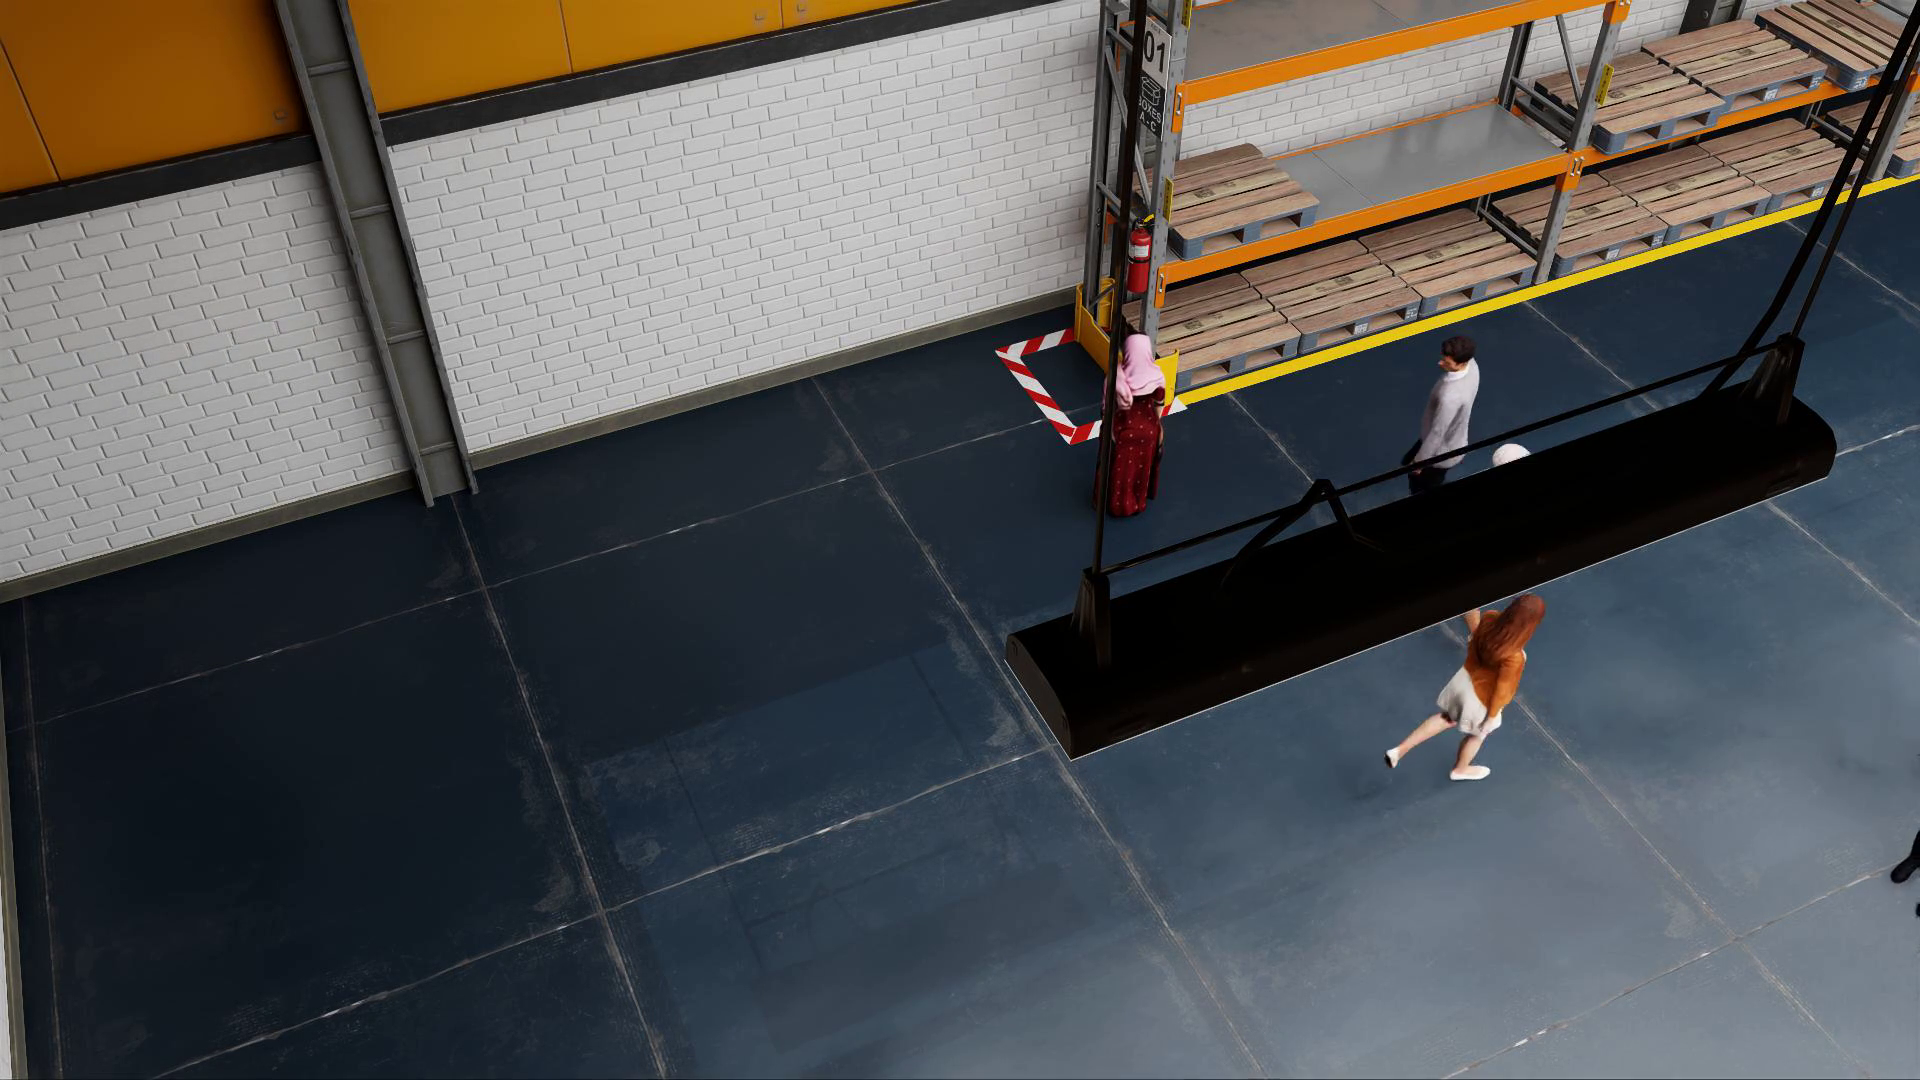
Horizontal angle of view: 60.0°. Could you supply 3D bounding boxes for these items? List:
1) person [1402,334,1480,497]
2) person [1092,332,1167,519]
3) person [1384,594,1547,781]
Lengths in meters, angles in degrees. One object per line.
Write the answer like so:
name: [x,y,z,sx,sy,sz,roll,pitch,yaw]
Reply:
person: [3.425,-0.635,11.536,0.994,1.891,0.914,21,47,20]
person: [1.228,-0.818,11.912,0.661,1.637,0.799,-4,44,-4]
person: [3.043,0.935,10.034,1.025,1.690,0.801,-11,45,-12]
